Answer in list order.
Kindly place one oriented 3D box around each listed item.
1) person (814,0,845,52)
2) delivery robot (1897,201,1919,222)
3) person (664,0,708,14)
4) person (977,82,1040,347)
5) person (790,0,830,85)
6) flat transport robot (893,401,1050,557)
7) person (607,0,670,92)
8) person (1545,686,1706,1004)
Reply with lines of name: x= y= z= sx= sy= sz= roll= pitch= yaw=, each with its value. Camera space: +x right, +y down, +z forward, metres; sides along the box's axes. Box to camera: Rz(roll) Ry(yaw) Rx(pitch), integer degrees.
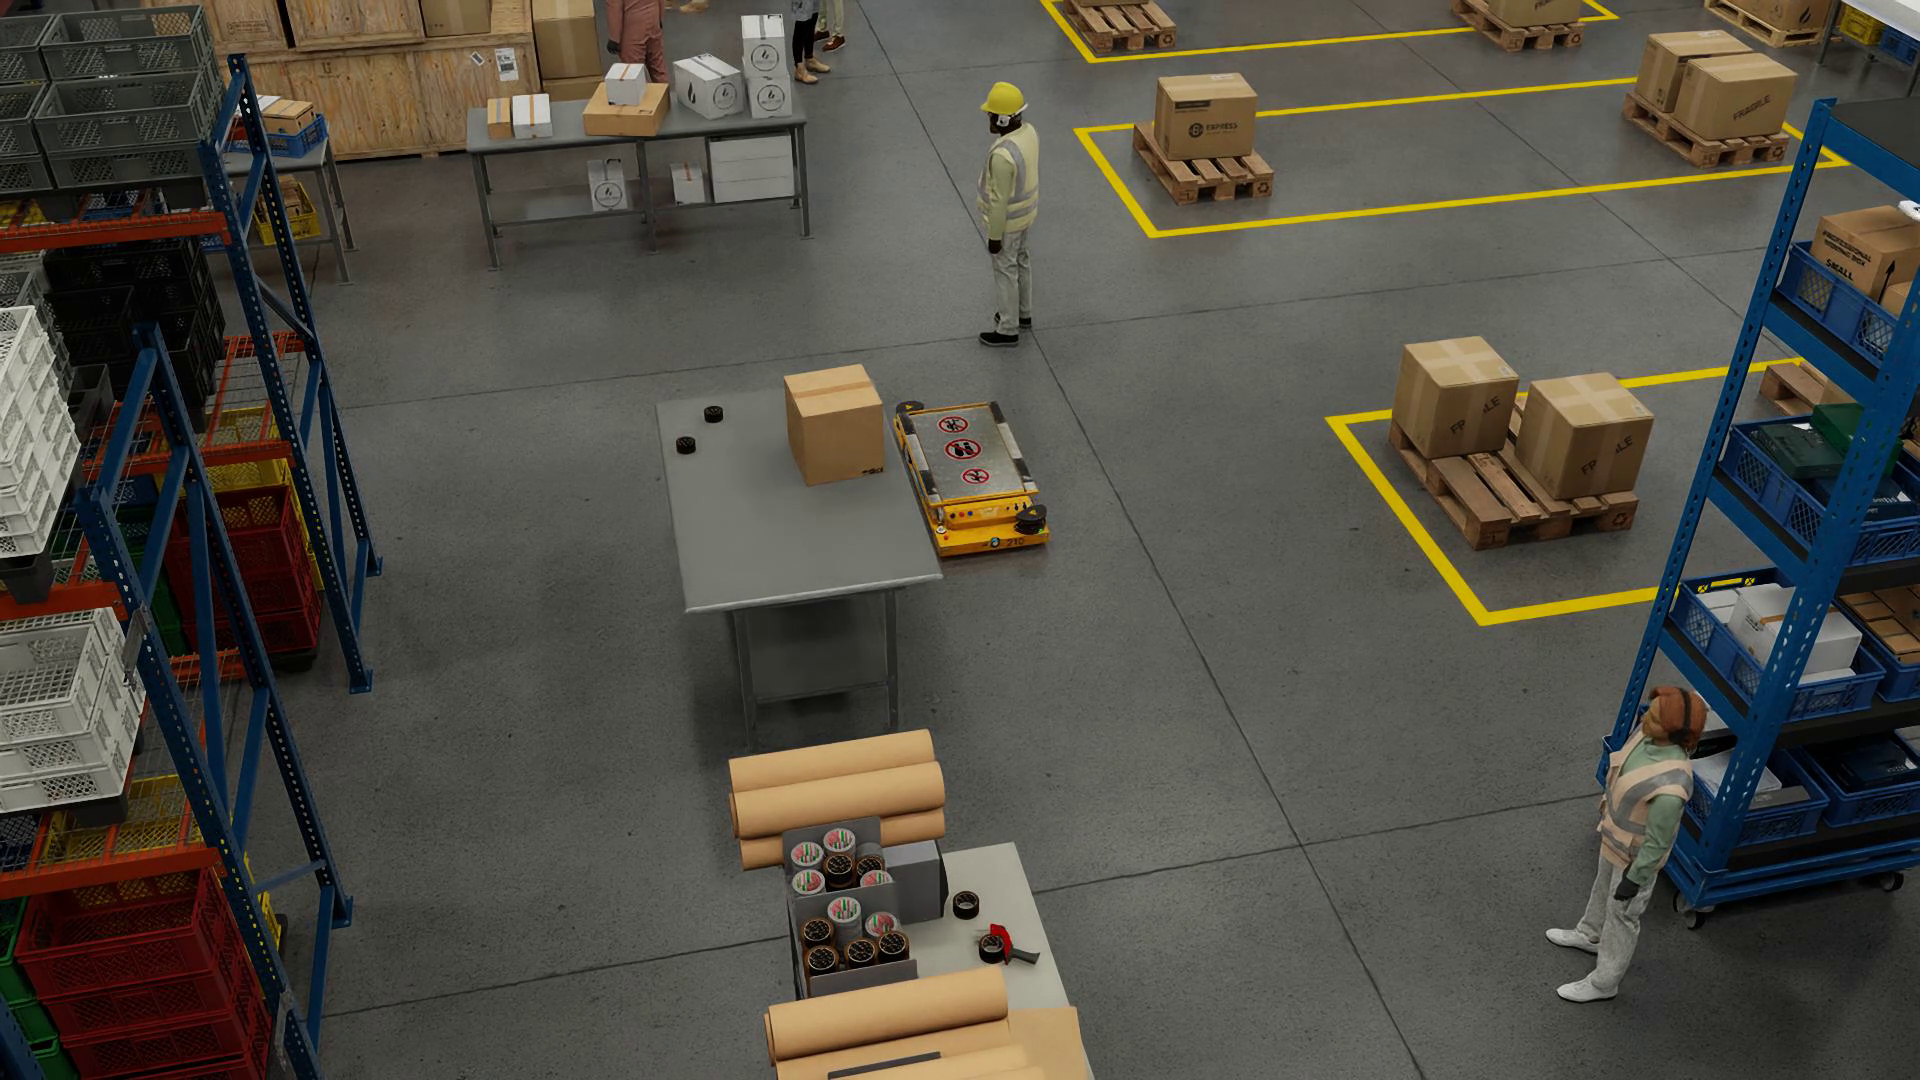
person: x=-1.306 y=-5.587 z=15.710 sx=0.328 sy=1.872 sz=0.513 roll=-29 pitch=46 yaw=-33
delivery robot: x=7.387 y=-2.372 z=12.406 sx=0.707 sy=0.478 sz=0.477 roll=2 pitch=37 yaw=3
person: x=-2.856 y=-6.071 z=16.417 sx=0.682 sy=1.804 sz=0.663 roll=-17 pitch=40 yaw=-22
person: x=0.316 y=-2.188 z=11.181 sx=0.403 sy=1.823 sz=0.590 roll=14 pitch=39 yaw=18
person: x=-1.381 y=-5.029 z=15.099 sx=0.318 sy=1.697 sz=0.540 roll=12 pitch=38 yaw=16
flat transport robot: x=0.046 y=-0.430 z=10.108 sx=0.652 sy=0.197 sz=1.431 roll=-8 pitch=37 yaw=-10
person: x=-2.745 y=-4.334 z=14.002 sx=0.404 sy=1.902 sz=0.636 roll=22 pitch=42 yaw=27
person: x=2.716 y=1.225 z=6.741 sx=0.309 sy=1.645 sz=0.514 roll=5 pitch=37 yaw=7
